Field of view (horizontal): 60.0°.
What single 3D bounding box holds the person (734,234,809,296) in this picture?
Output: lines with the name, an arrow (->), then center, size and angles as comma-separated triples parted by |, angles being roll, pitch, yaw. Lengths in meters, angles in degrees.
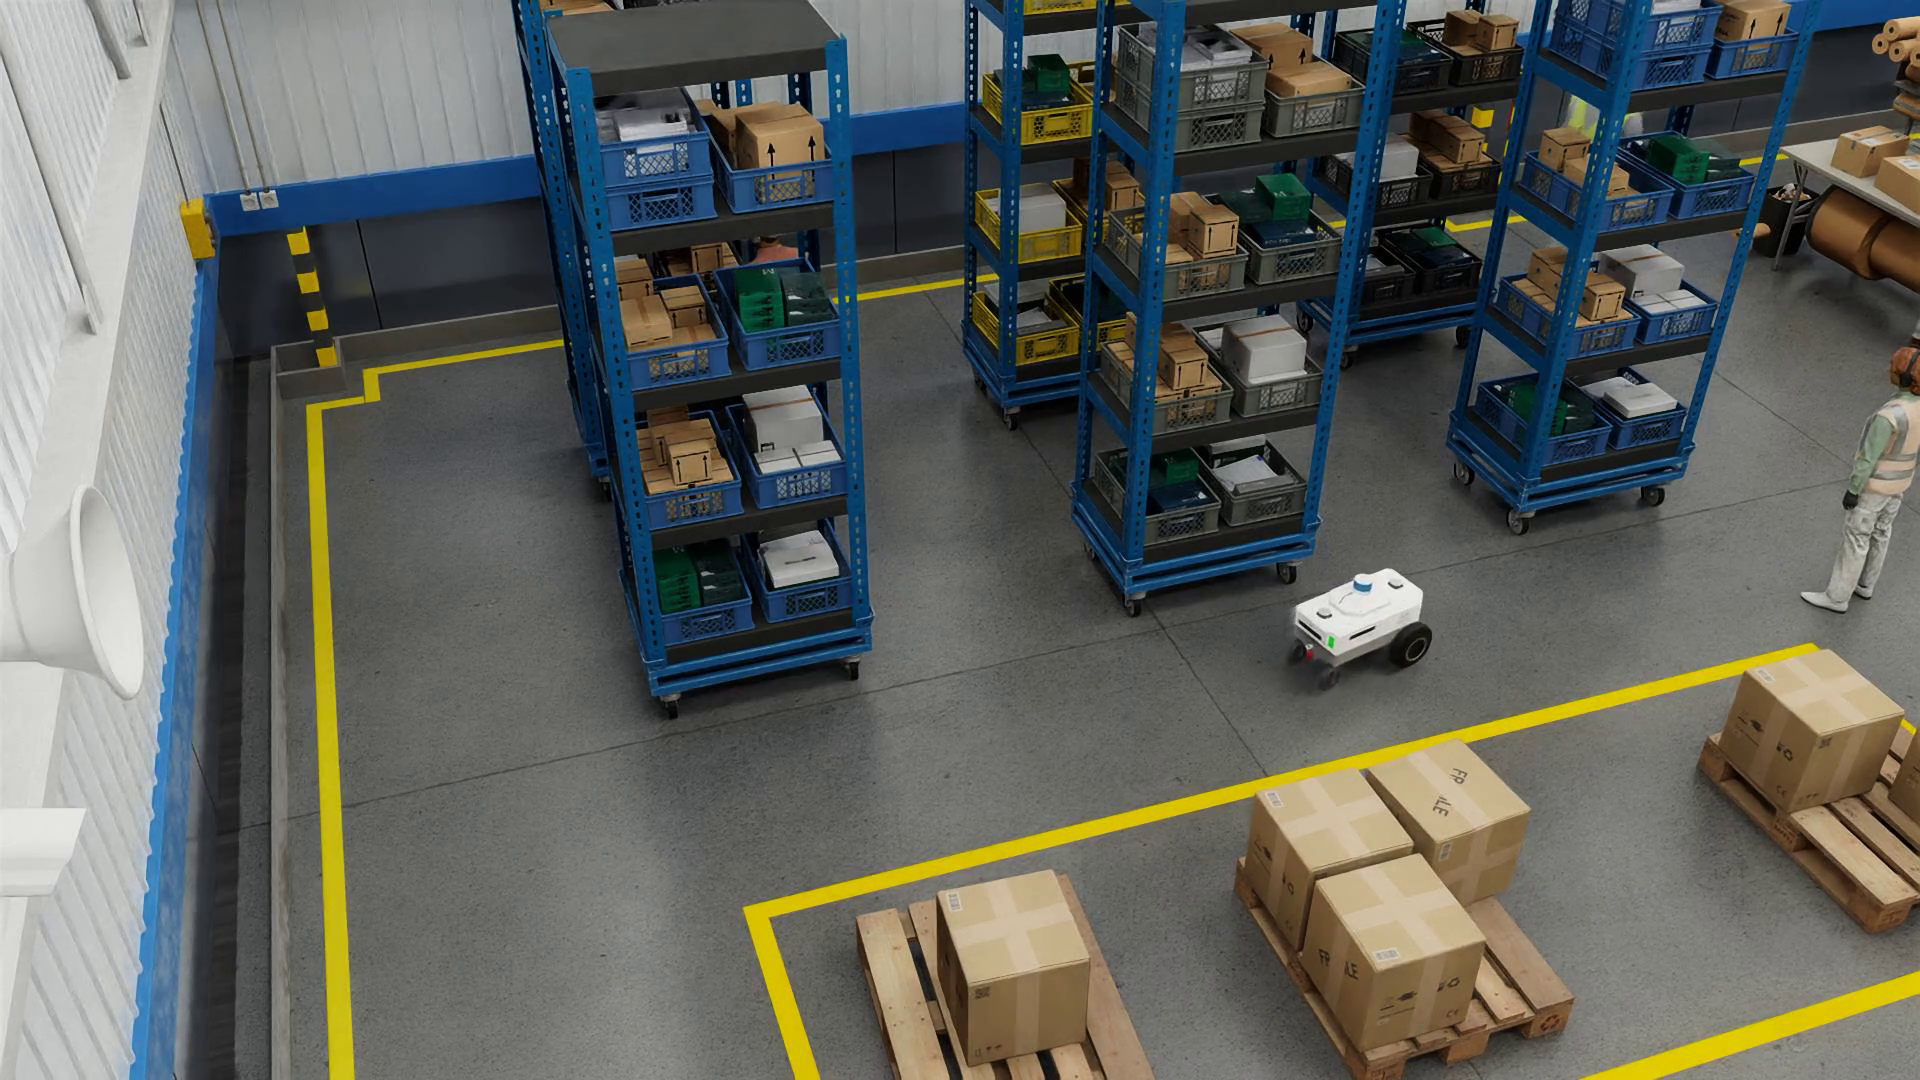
person -> -1.142, -1.175, 10.227 | 0.413, 1.982, 0.623 | 30, 45, 35

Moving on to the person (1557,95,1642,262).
person -> 4.748, -2.709, 12.550 | 0.605, 1.832, 0.672 | -20, 40, -26

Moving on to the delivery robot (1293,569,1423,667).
delivery robot -> 2.183, 0.407, 9.132 | 0.707, 0.478, 0.477 | -19, 39, -25

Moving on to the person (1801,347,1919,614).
person -> 5.146, -0.330, 9.328 | 0.515, 1.633, 0.317 | -22, 41, -28

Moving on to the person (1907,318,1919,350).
person -> 7.123, -2.109, 11.597 | 0.374, 1.930, 0.632 | 5, 35, 7
